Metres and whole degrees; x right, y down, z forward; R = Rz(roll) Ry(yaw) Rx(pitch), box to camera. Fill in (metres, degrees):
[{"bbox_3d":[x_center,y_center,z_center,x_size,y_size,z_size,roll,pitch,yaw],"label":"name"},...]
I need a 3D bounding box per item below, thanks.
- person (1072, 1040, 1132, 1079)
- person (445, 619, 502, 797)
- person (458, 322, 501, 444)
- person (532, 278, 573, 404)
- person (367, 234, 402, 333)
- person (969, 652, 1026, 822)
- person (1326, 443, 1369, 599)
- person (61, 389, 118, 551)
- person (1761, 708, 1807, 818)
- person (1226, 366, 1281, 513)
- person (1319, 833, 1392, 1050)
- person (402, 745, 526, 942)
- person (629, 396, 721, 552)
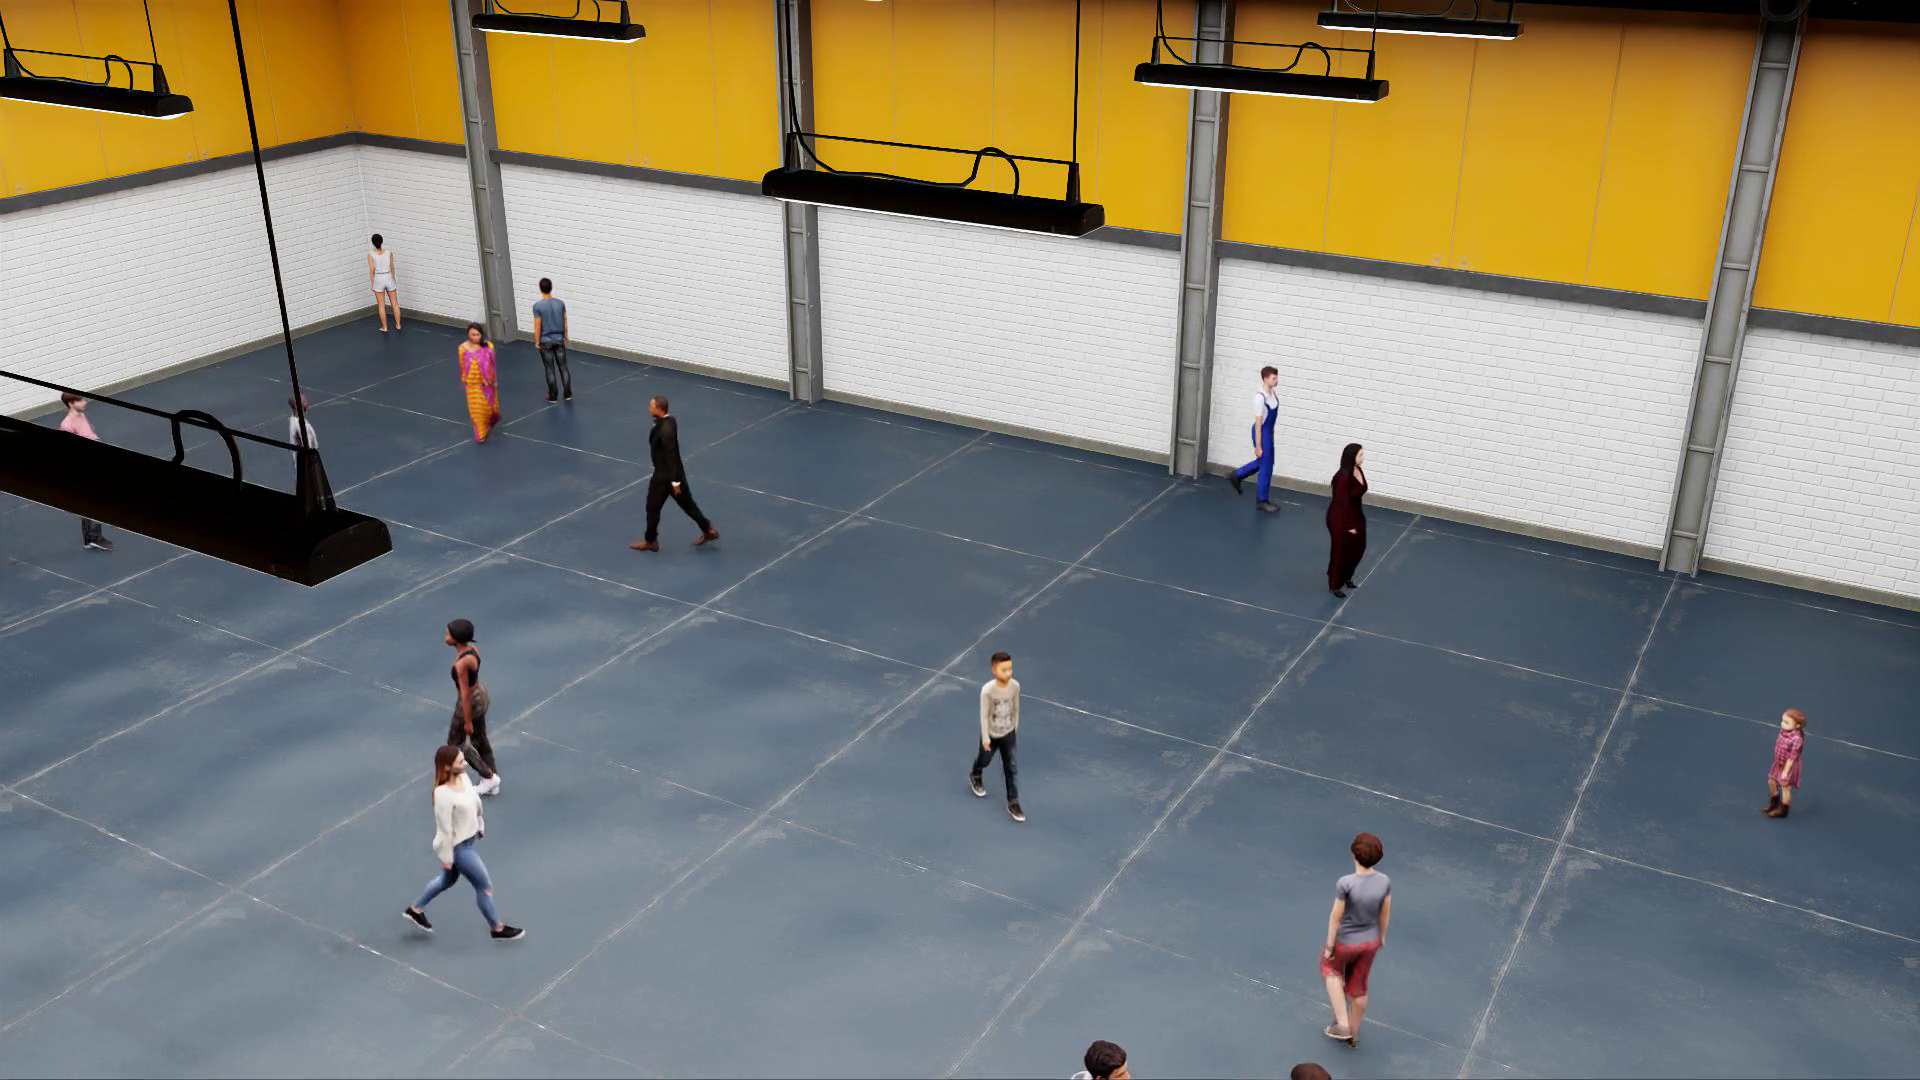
[{"bbox_3d":[0.752,3.532,9.102,0.723,1.930,0.753,4,24,10],"label":"person"},{"bbox_3d":[-4.074,1.445,14.178,0.767,1.689,0.722,-1,24,-2],"label":"person"},{"bbox_3d":[-6.477,-2.170,22.481,0.976,1.663,1.031,-4,24,-10],"label":"person"},{"bbox_3d":[-5.861,-2.870,23.903,0.732,1.807,0.694,-16,28,-32],"label":"person"},{"bbox_3d":[-9.447,-4.225,27.251,0.645,1.607,0.655,-15,28,-31],"label":"person"},{"bbox_3d":[0.286,1.606,14.111,0.907,1.449,1.041,-10,25,-21],"label":"person"},{"bbox_3d":[4.087,-0.226,17.921,0.641,1.753,0.685,15,28,31],"label":"person"},{"bbox_3d":[-10.102,-0.789,18.973,0.871,1.942,0.813,-6,24,-13],"label":"person"},{"bbox_3d":[7.021,1.882,14.021,0.560,1.014,0.509,-4,24,-9],"label":"person"},{"bbox_3d":[3.603,-1.250,20.167,0.957,1.830,0.618,13,27,28],"label":"person"},{"bbox_3d":[2.691,2.767,11.219,0.746,1.636,0.811,-3,24,-8],"label":"person"},{"bbox_3d":[-3.795,2.277,12.315,1.229,1.656,0.976,0,24,1],"label":"person"},{"bbox_3d":[-3.216,-0.736,18.946,1.360,1.867,1.109,0,24,-1],"label":"person"}]
